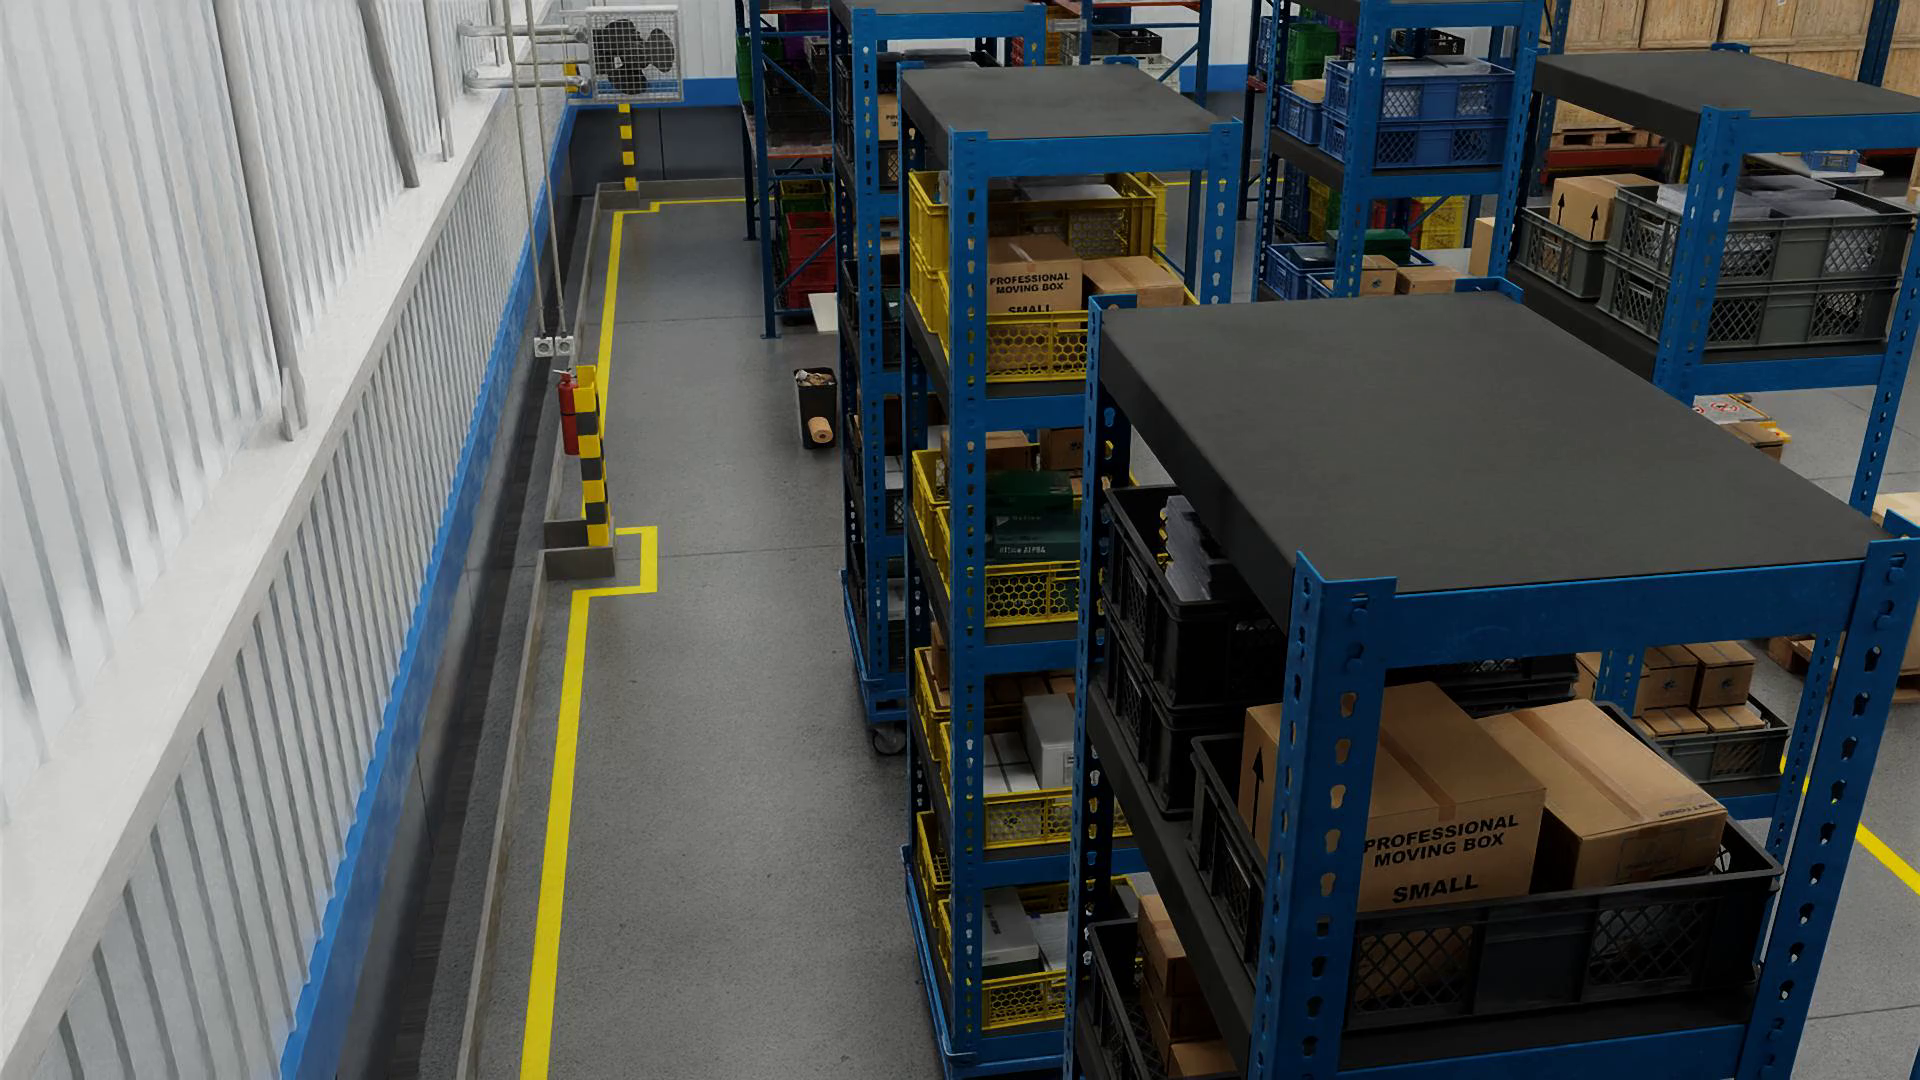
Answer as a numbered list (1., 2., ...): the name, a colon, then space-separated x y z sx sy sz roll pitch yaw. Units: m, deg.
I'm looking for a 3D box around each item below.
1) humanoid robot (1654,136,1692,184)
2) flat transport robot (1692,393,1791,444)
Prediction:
1. humanoid robot: 7.919 -4.463 18.325 0.380 1.644 0.623 -1 25 -3
2. flat transport robot: 5.224 -0.859 12.132 1.431 0.197 0.652 -4 25 -8
